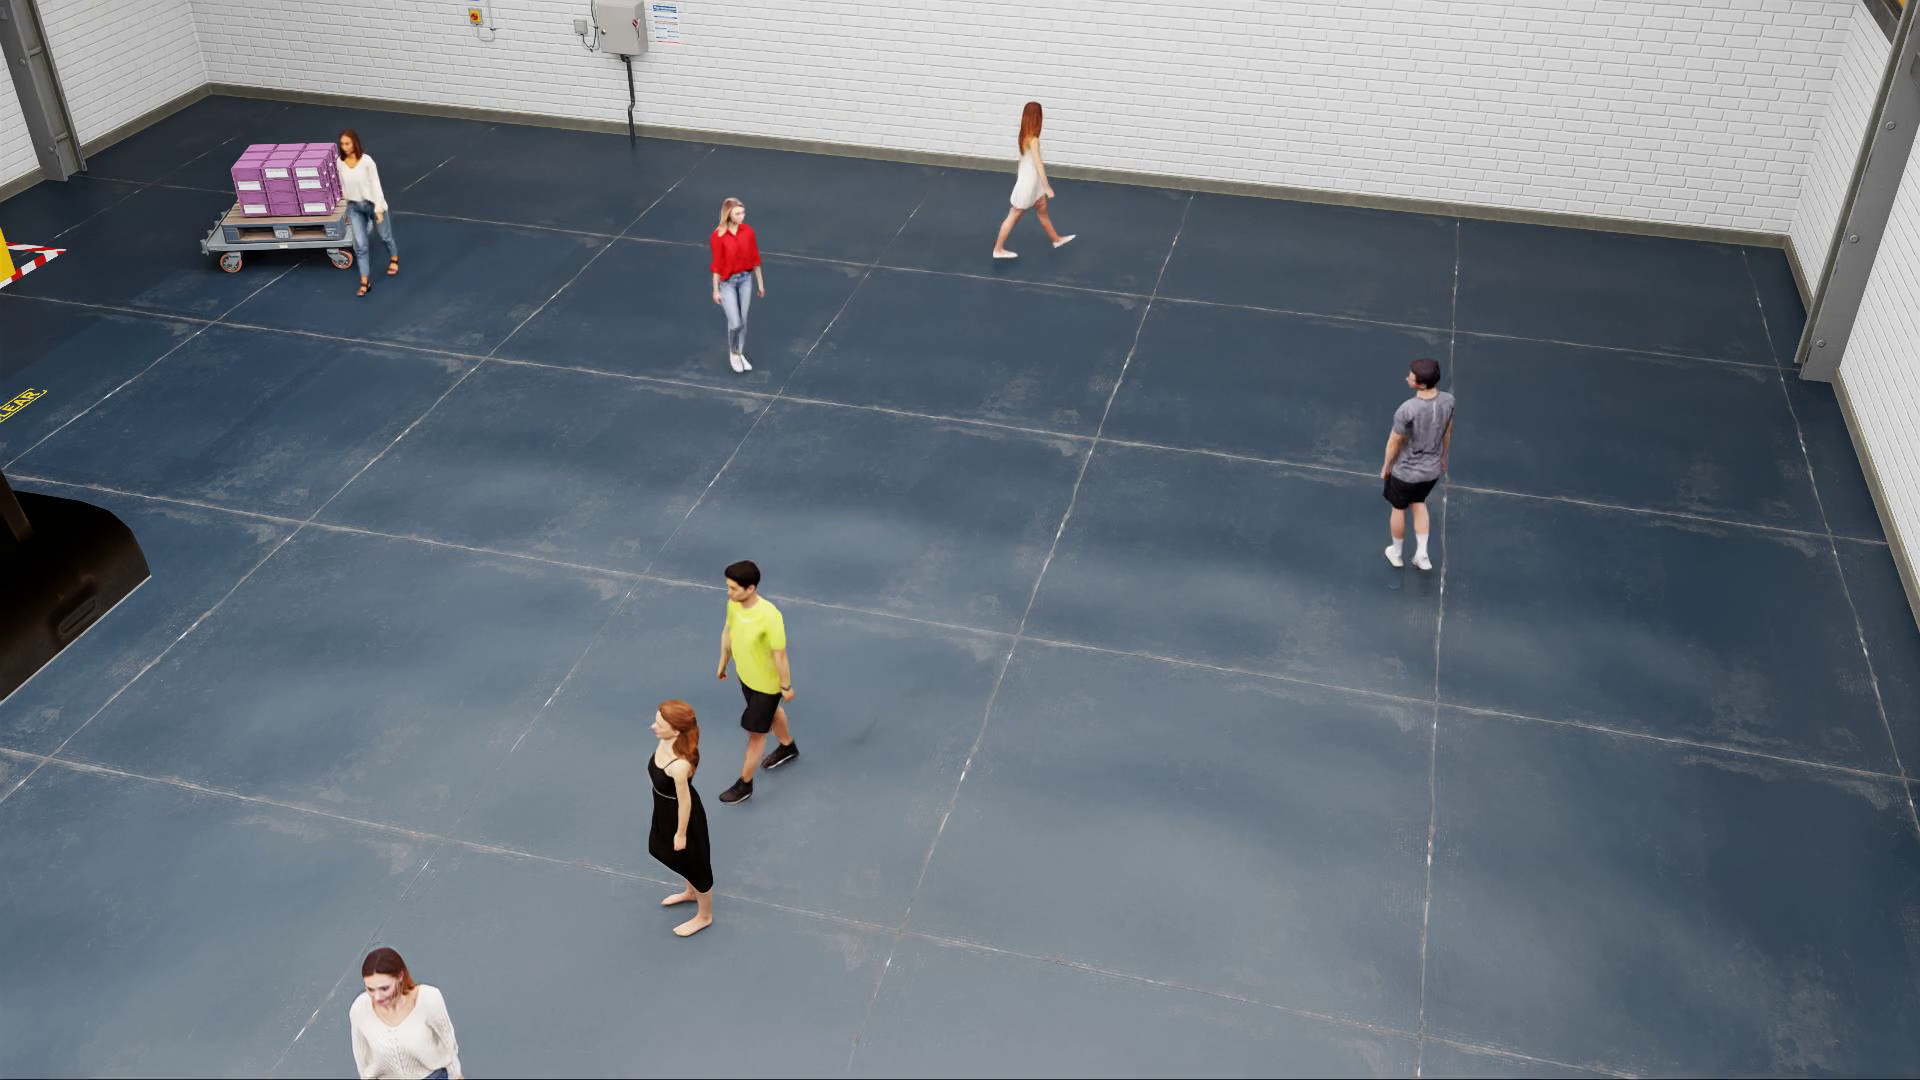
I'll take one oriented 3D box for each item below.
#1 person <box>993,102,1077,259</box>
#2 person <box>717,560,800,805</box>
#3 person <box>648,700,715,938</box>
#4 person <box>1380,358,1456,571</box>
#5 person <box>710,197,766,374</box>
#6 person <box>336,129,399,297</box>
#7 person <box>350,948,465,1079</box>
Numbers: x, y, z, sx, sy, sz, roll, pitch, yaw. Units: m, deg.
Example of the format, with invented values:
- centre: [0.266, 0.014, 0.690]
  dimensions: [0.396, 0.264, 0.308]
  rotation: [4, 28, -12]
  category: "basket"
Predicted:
- centre: [0.619, -3.699, 17.386]
  dimensions: [0.939, 1.654, 1.157]
  rotation: [-4, 34, -6]
  category: "person"
- centre: [-1.210, 0.813, 10.575]
  dimensions: [1.081, 1.679, 0.957]
  rotation: [-27, 42, -34]
  category: "person"
- centre: [-1.586, 1.564, 9.493]
  dimensions: [0.737, 1.625, 0.667]
  rotation: [-13, 36, -19]
  category: "person"
- centre: [3.417, -0.496, 12.388]
  dimensions: [0.848, 1.851, 0.893]
  rotation: [-3, 34, -5]
  category: "person"
- centre: [-2.109, -2.381, 15.361]
  dimensions: [0.703, 1.699, 0.786]
  rotation: [-22, 39, -29]
  category: "person"
- centre: [-5.986, -3.388, 16.929]
  dimensions: [0.727, 1.641, 1.094]
  rotation: [4, 34, 6]
  category: "person"
- centre: [-2.605, 2.563, 7.930]
  dimensions: [0.703, 1.692, 0.692]
  rotation: [-6, 34, -8]
  category: "person"
